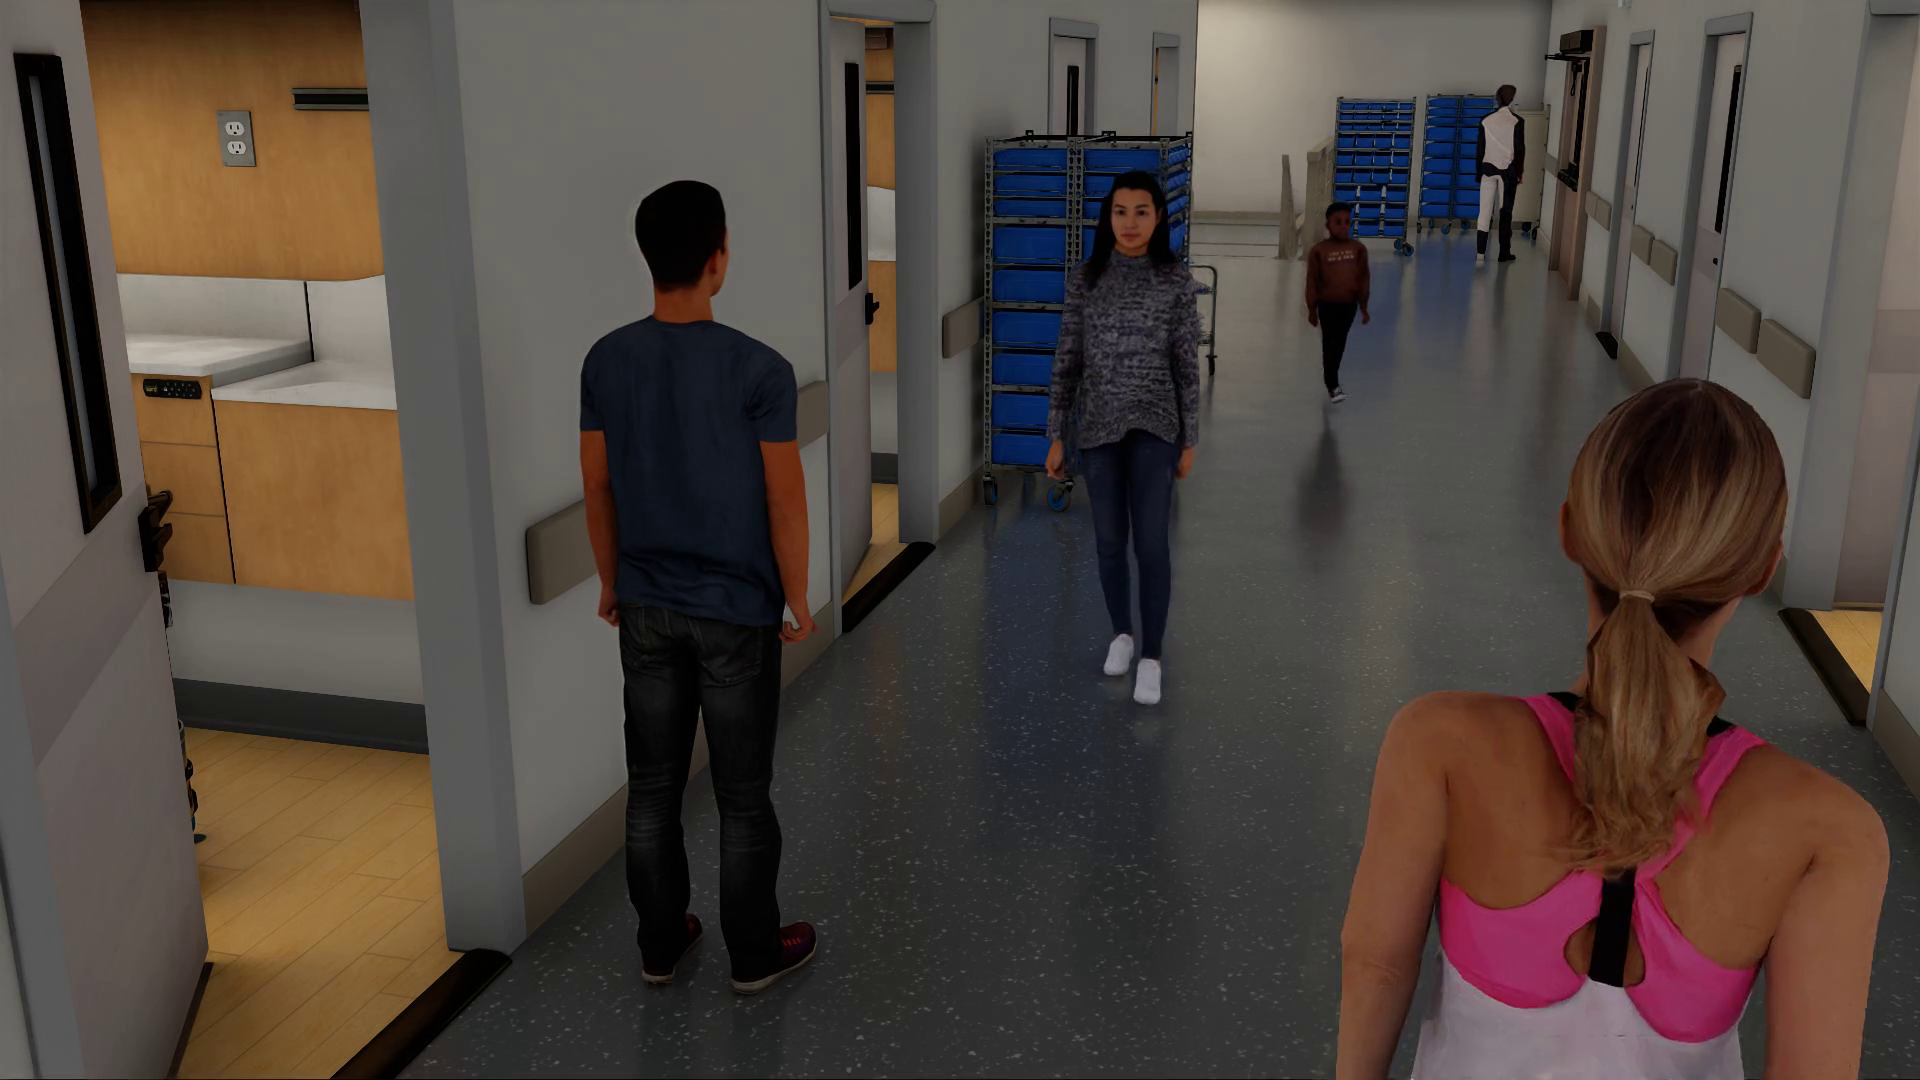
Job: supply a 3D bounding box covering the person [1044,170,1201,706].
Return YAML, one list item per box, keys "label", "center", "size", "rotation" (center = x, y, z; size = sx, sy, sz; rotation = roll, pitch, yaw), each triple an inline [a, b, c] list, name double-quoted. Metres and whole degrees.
- label: "person"
  center: [0.578, -0.366, 5.609]
  size: [0.657, 1.711, 0.802]
  rotation: [6, 17, 19]

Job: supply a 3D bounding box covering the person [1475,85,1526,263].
- label: "person"
  center: [5.926, -4.033, 18.285]
  size: [0.755, 1.891, 0.709]
  rotation: [10, 19, 32]

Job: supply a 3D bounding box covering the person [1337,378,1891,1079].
- label: "person"
  center: [0.519, 0.765, 1.528]
  size: [0.670, 1.750, 1.154]
  rotation: [5, 17, 19]

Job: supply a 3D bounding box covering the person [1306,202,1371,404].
- label: "person"
  center: [2.371, -1.484, 10.479]
  size: [0.687, 1.221, 0.971]
  rotation: [0, 16, 0]

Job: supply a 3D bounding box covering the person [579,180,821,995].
- label: "person"
  center: [-0.581, 0.130, 3.668]
  size: [0.653, 1.810, 0.513]
  rotation: [4, 16, 13]
